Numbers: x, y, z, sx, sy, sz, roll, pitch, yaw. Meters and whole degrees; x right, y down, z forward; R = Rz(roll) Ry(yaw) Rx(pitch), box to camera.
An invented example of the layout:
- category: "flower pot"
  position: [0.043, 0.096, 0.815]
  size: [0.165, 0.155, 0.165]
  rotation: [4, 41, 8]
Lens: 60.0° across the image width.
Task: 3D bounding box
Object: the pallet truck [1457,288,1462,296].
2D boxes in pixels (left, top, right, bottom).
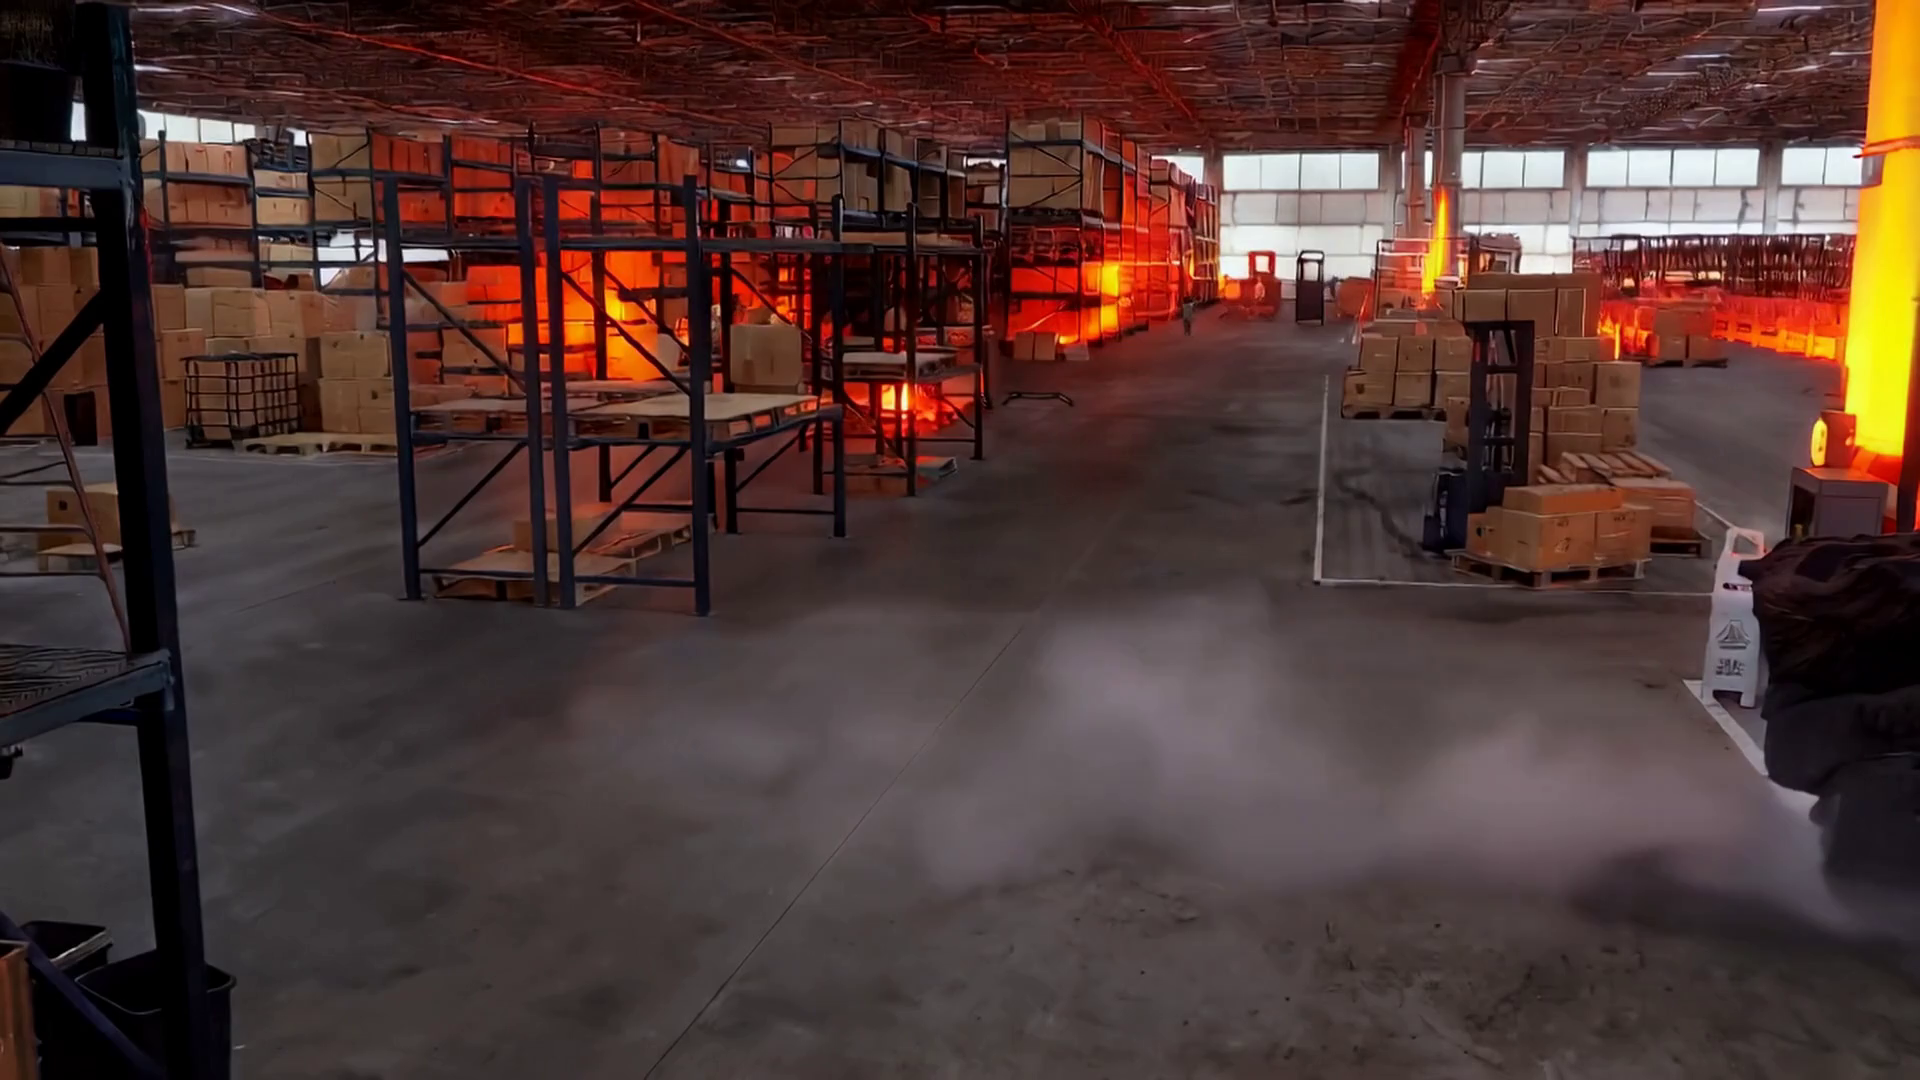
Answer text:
- category: "pallet truck"
  position: [20.506, -9.785, 68.819]
  size: [0.653, 1.274, 1.630]
  rotation: [2, 10, 12]

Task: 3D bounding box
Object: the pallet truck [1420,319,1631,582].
- category: "pallet truck"
  position: [4.543, -0.757, 13.299]
  size: [0.823, 1.965, 1.885]
  rotation: [-4, 10, -22]

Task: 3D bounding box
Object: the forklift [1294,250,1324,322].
- category: "forklift"
  position: [13.778, -10.002, 65.433]
  size: [1.129, 2.768, 1.873]
  rotation: [2, 10, 12]

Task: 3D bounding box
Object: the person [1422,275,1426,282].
- category: "person"
  position: [22.941, -12.242, 82.243]
  size: [0.866, 1.680, 0.587]
  rotation: [6, 11, 33]

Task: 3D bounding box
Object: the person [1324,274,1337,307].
- category: "person"
  position: [19.474, -13.071, 87.070]
  size: [0.592, 1.704, 0.504]
  rotation: [5, 11, 29]

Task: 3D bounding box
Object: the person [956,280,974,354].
- category: "person"
  position: [0.141, -5.827, 43.536]
  size: [0.581, 1.920, 0.534]
  rotation: [-2, 10, -13]

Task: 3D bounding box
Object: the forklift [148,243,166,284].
- category: "forklift"
  position: [-17.945, -5.157, 36.742]
  size: [1.873, 2.768, 1.129]
  rotation: [2, 10, 12]

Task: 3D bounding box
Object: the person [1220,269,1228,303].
- category: "person"
  position: [14.955, -14.379, 94.123]
  size: [0.551, 1.941, 0.340]
  rotation: [8, 12, 40]

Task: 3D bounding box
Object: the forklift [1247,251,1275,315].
- category: "forklift"
  position: [13.280, -11.294, 73.083]
  size: [1.129, 2.768, 1.873]
  rotation: [2, 10, 12]

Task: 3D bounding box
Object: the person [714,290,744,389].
- category: "person"
  position: [-4.391, -3.820, 31.719]
  size: [0.584, 1.908, 0.388]
  rotation: [-5, 11, -28]

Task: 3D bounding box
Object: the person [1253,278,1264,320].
- category: "person"
  position: [12.146, -9.782, 67.631]
  size: [0.539, 1.695, 0.318]
  rotation: [-7, 12, -36]

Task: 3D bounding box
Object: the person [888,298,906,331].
- category: "person"
  position: [-1.323, -4.525, 36.557]
  size: [0.679, 1.671, 0.536]
  rotation: [6, 11, 32]

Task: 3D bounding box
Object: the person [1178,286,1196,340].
- category: "person"
  position: [6.979, -6.994, 51.230]
  size: [0.548, 1.644, 0.891]
  rotation: [3, 10, 15]

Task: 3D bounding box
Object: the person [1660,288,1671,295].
- category: "person"
  position: [36.027, -12.713, 84.683]
  size: [0.506, 1.798, 0.626]
  rotation: [-7, 12, -36]

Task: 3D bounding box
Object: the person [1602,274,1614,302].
- category: "person"
  position: [25.401, -9.518, 65.419]
  size: [0.855, 1.926, 0.607]
  rotation: [2, 10, 10]
